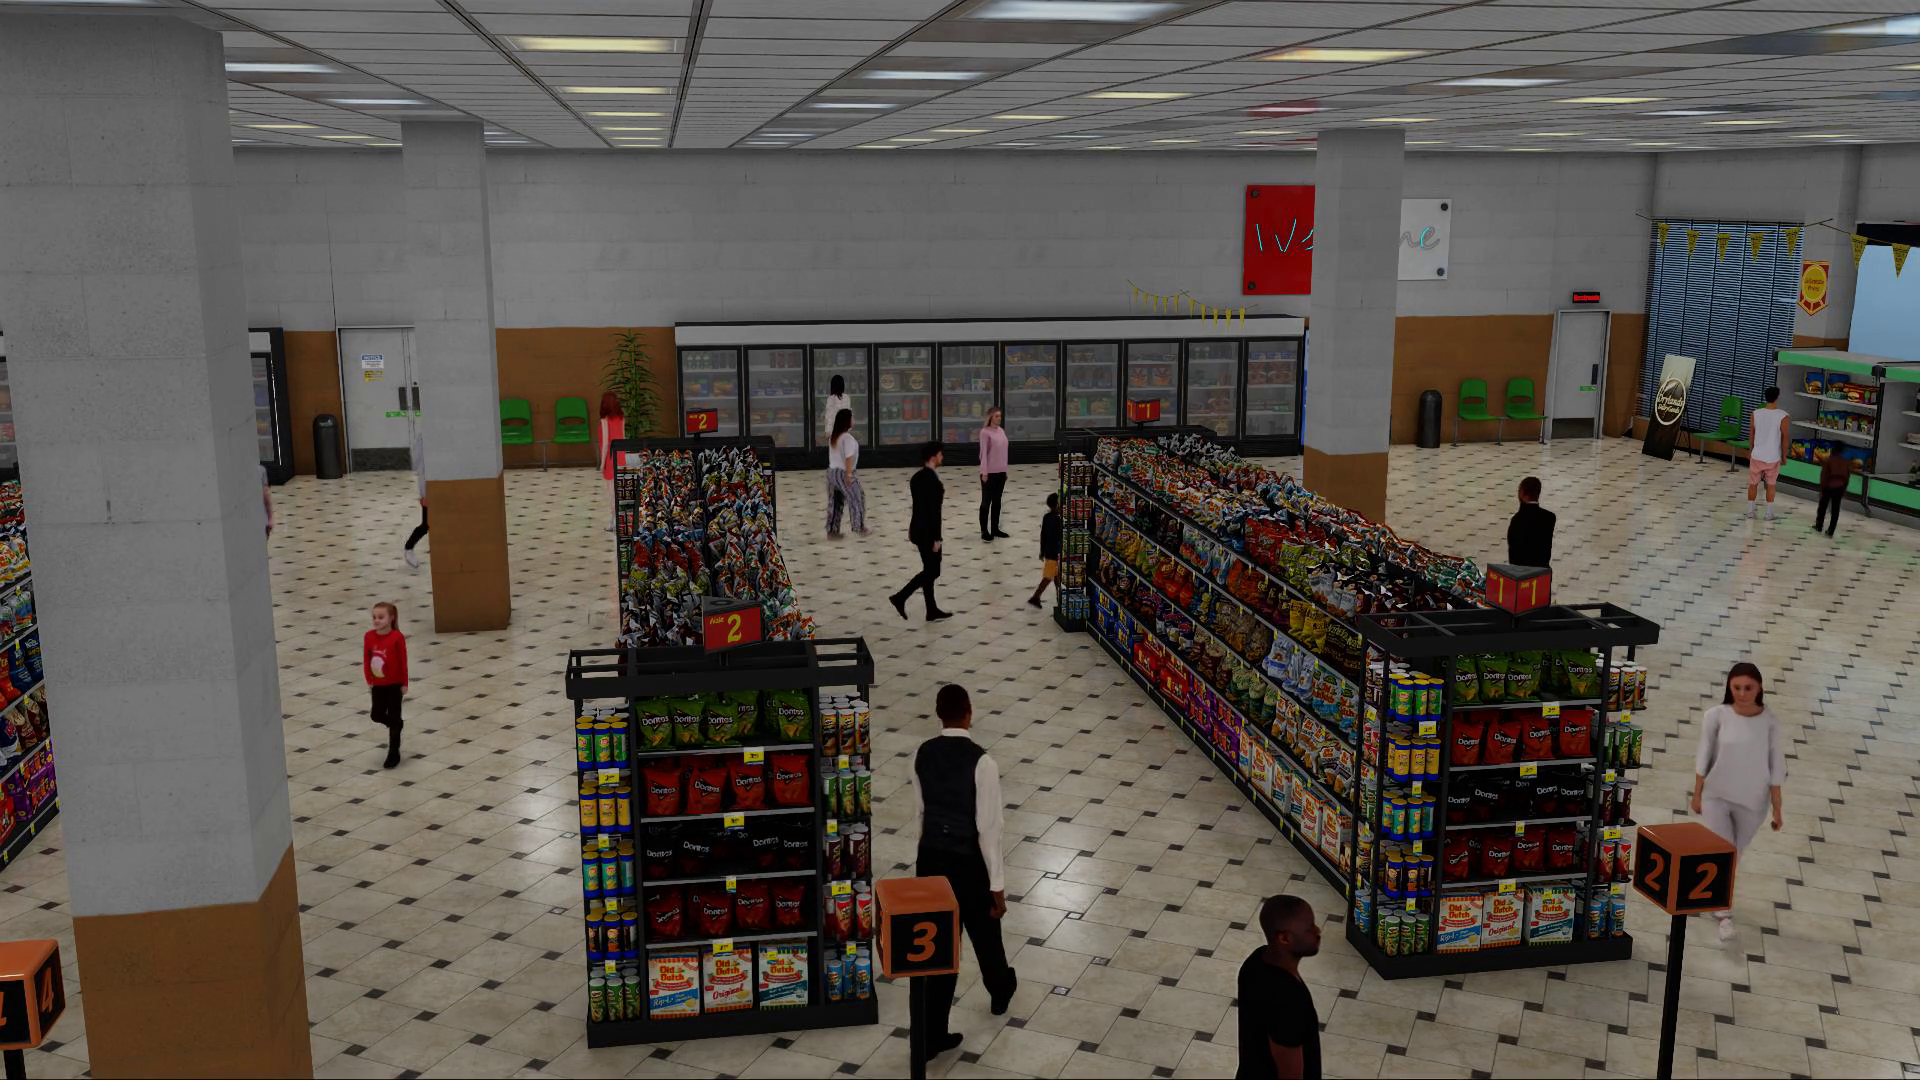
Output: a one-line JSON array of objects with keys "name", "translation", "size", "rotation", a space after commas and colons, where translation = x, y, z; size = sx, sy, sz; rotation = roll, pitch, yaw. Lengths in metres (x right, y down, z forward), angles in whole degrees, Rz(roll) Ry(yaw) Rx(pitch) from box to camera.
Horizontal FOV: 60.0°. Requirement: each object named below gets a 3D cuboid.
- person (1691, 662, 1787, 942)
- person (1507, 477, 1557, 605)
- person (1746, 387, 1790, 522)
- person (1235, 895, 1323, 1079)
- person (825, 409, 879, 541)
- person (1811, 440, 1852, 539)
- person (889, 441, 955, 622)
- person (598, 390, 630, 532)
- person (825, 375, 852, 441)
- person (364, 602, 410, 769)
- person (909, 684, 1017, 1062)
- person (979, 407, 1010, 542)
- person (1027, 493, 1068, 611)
[{"name": "person", "translation": [4.612, 1.519, 9.940], "size": [0.858, 1.652, 1.095], "rotation": [2, 12, 10]}, {"name": "person", "translation": [5.066, 0.416, 14.638], "size": [0.921, 1.875, 1.143], "rotation": [-6, 13, -27]}, {"name": "person", "translation": [10.830, -1.164, 22.349], "size": [0.721, 1.788, 0.790], "rotation": [9, 15, 37]}, {"name": "person", "translation": [1.197, 2.198, 6.310], "size": [0.763, 1.820, 0.549], "rotation": [0, 12, 0]}, {"name": "person", "translation": [-1.546, -0.815, 21.014], "size": [0.959, 1.657, 0.972], "rotation": [-7, 14, -32]}, {"name": "person", "translation": [11.154, -0.638, 21.197], "size": [0.651, 1.235, 0.773], "rotation": [1, 12, 7]}, {"name": "person", "translation": [-0.410, -0.057, 16.892], "size": [0.924, 1.872, 1.019], "rotation": [-6, 13, -26]}, {"name": "person", "translation": [-4.509, -1.038, 21.663], "size": [0.738, 1.826, 0.652], "rotation": [6, 13, 28]}, {"name": "person", "translation": [-1.844, -1.684, 25.187], "size": [0.737, 1.637, 0.708], "rotation": [11, 16, 42]}, {"name": "person", "translation": [-4.407, 1.093, 12.885], "size": [0.587, 1.272, 0.777], "rotation": [1, 12, 3]}, {"name": "person", "translation": [-0.074, 1.720, 8.463], "size": [1.182, 1.866, 1.311], "rotation": [7, 14, 30]}, {"name": "person", "translation": [0.411, -0.859, 21.143], "size": [0.717, 1.688, 0.686], "rotation": [11, 16, 43]}, {"name": "person", "translation": [0.934, 0.139, 17.486], "size": [0.777, 1.243, 0.879], "rotation": [-8, 14, -33]}]
